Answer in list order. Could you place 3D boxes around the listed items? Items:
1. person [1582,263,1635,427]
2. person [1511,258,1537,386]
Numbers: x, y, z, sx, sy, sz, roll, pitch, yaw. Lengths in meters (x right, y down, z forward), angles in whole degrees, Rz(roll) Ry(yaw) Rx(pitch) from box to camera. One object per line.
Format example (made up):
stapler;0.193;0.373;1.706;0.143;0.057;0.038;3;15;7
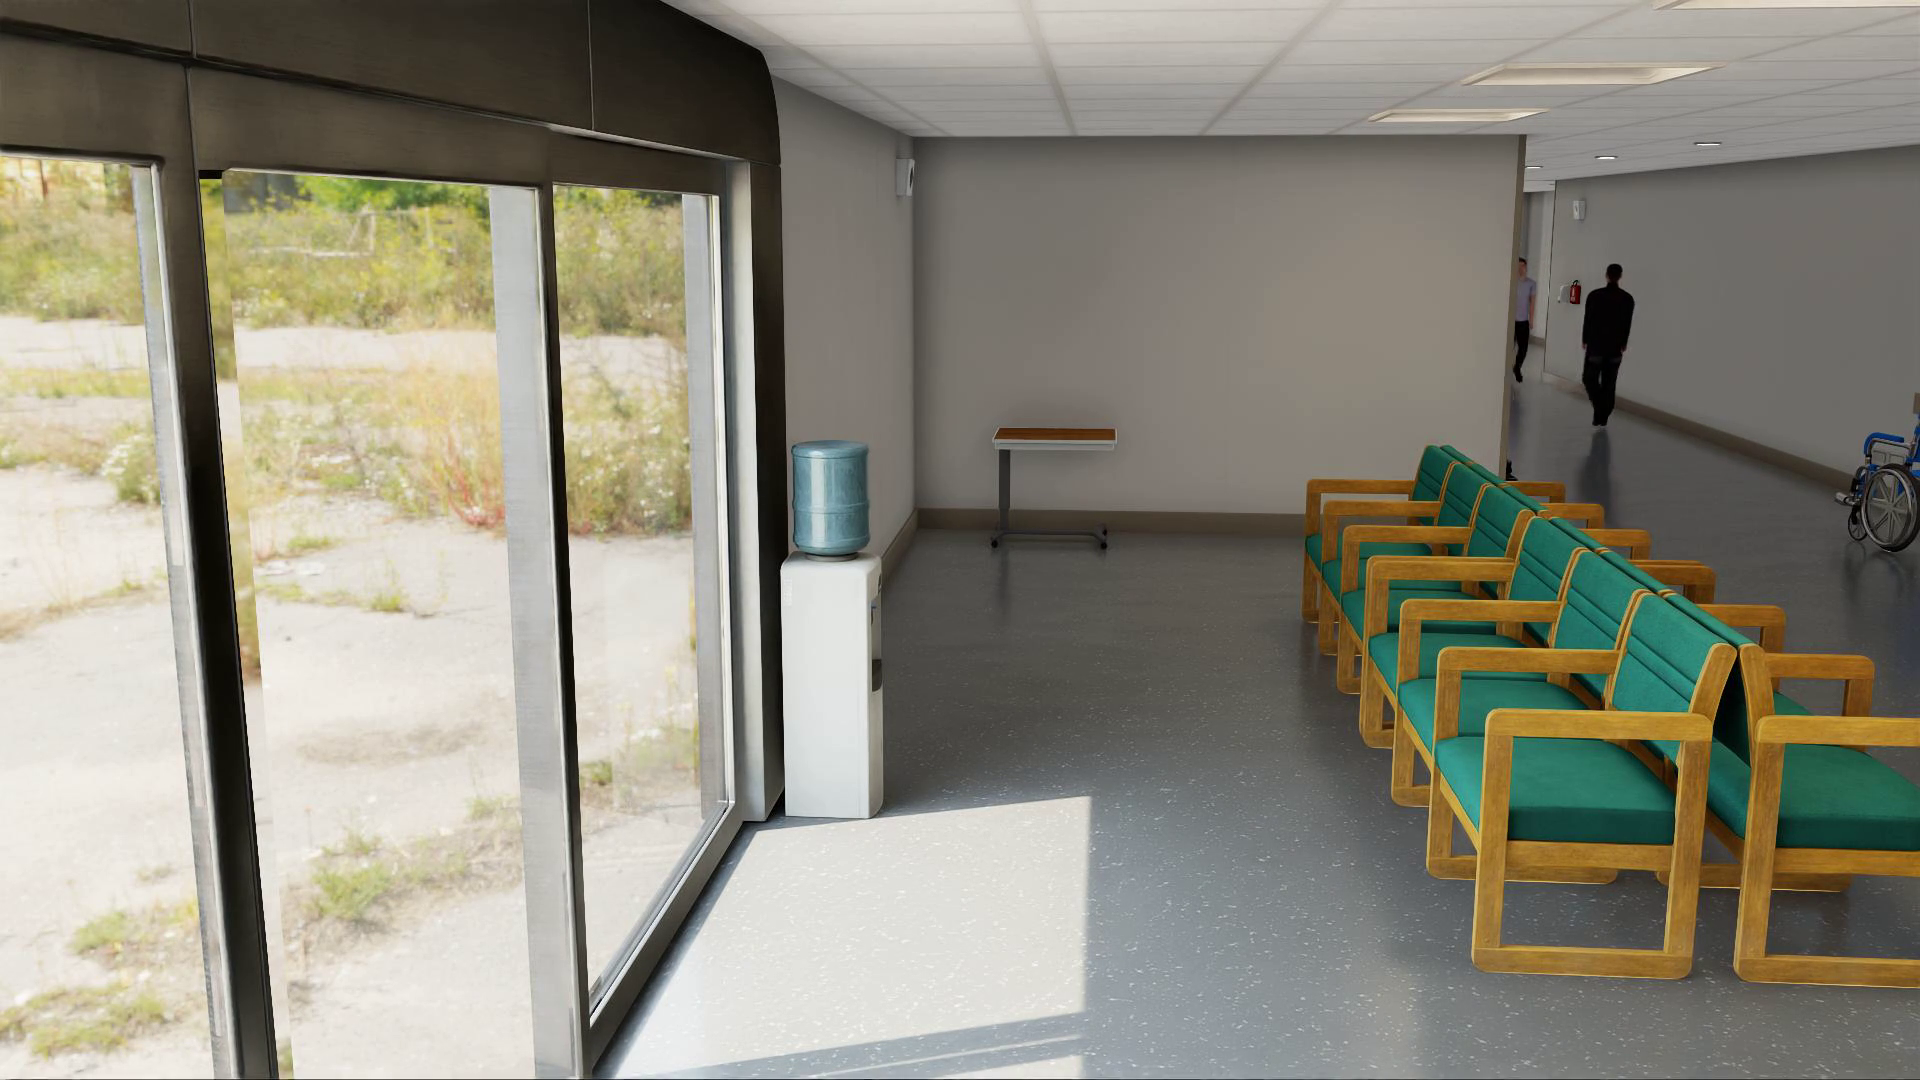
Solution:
person;7.475;-2.234;19.267;1.033;1.888;0.791;2;11;10
person;8.180;-3.208;24.502;0.689;1.851;0.772;2;11;12
